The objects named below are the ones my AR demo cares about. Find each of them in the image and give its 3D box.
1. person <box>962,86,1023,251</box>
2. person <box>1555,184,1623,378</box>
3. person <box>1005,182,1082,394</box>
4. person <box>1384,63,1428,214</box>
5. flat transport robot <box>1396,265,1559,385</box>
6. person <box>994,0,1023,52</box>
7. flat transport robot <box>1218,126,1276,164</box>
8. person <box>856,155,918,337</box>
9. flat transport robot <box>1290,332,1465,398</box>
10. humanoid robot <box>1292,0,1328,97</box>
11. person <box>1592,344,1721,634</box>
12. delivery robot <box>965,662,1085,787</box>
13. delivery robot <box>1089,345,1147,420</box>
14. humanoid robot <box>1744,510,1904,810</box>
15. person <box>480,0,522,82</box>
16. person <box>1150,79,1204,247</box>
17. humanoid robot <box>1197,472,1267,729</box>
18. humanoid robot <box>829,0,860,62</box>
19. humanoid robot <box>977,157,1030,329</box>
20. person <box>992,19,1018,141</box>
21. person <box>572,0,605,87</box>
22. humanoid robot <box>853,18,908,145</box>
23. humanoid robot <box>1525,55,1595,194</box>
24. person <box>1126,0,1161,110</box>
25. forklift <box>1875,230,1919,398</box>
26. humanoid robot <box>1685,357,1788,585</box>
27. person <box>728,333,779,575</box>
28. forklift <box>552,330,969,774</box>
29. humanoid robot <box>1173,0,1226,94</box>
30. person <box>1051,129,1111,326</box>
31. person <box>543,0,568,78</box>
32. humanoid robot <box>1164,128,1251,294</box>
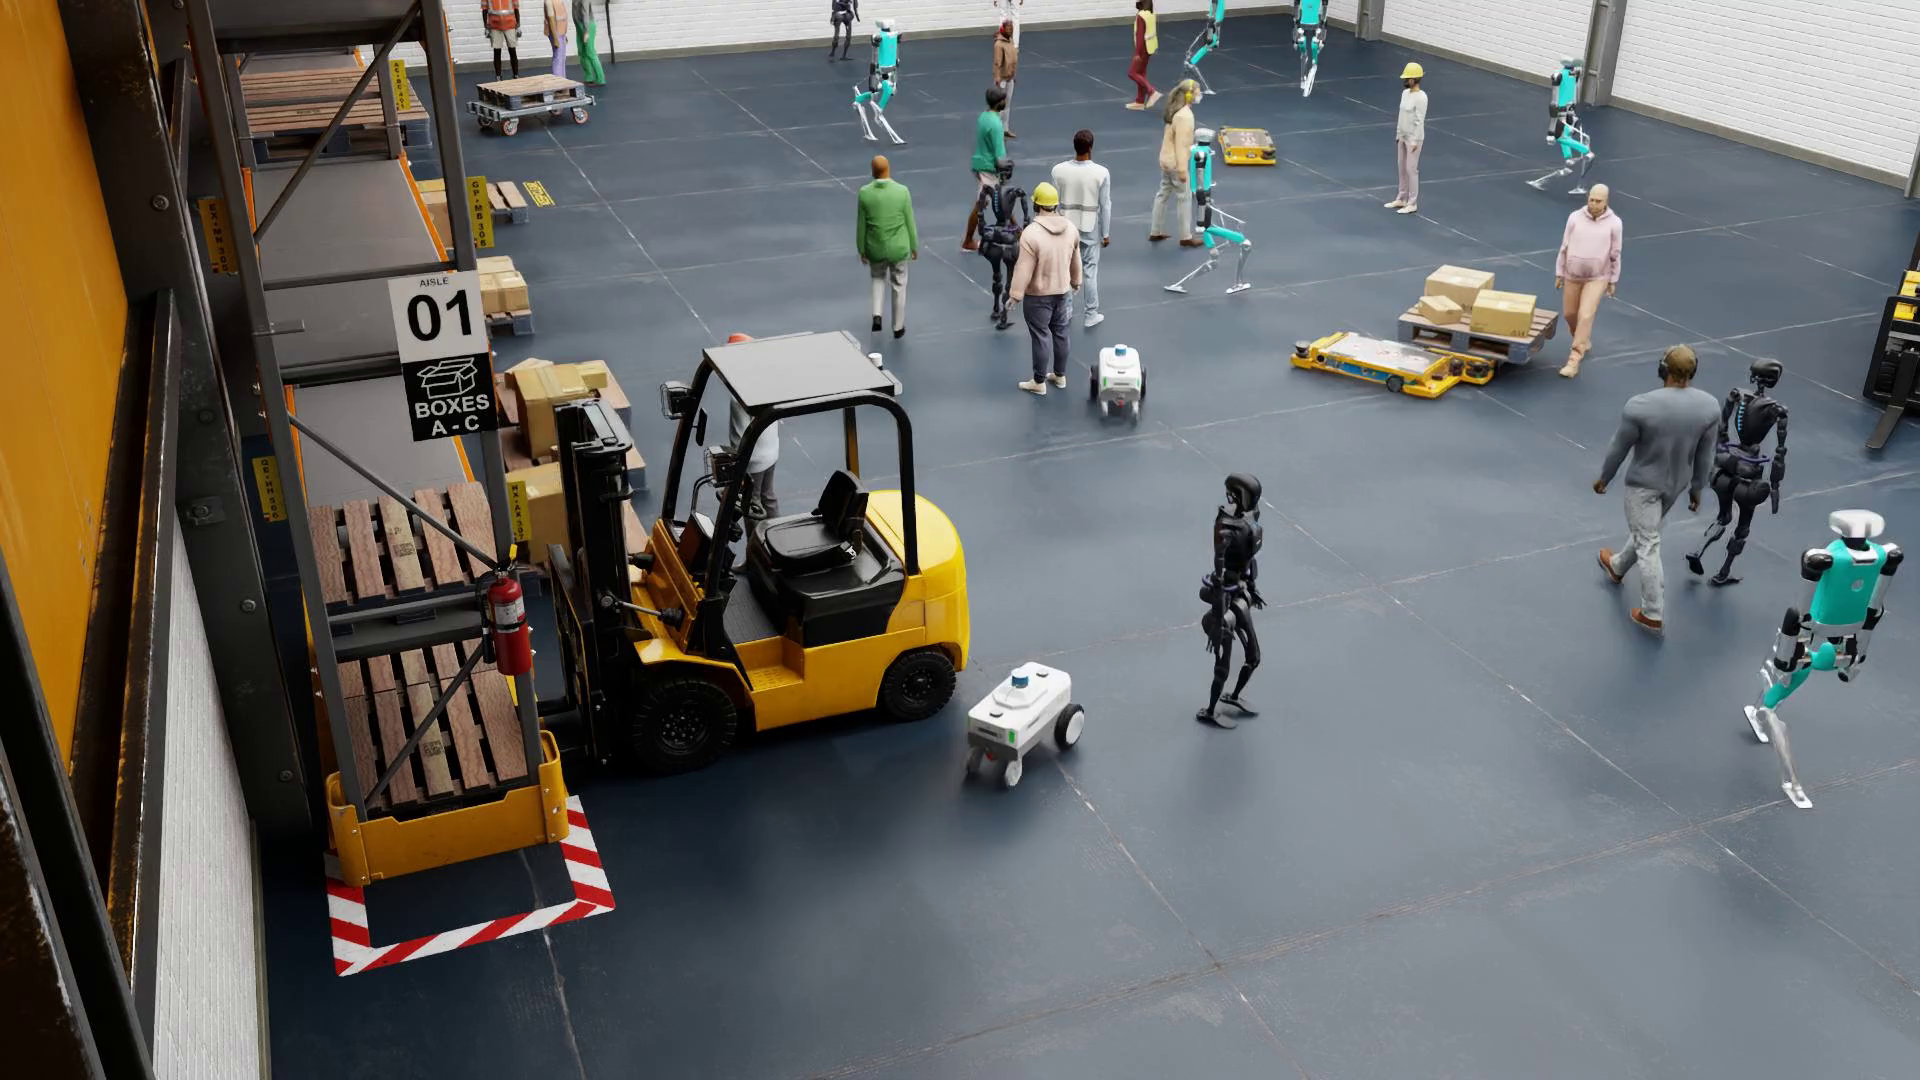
[{"bbox_3d":[0.452,-4.104,18.433,0.968,1.800,0.529,-5,27,-10],"label":"person"},{"bbox_3d":[5.714,-2.408,15.132,0.543,1.753,0.827,17,31,31],"label":"person"},{"bbox_3d":[0.760,-2.186,14.556,0.809,1.868,0.416,-18,32,-32],"label":"person"},{"bbox_3d":[5.355,-4.807,19.890,0.338,1.758,0.533,-7,27,-13],"label":"person"},{"bbox_3d":[4.813,-1.796,15.560,0.659,0.231,1.431,16,31,29],"label":"flat transport robot"},{"bbox_3d":[0.850,-9.511,29.125,0.565,1.876,0.362,-1,27,-3],"label":"person"},{"bbox_3d":[3.906,-5.378,22.684,0.659,0.231,1.431,2,27,3],"label":"flat transport robot"},{"bbox_3d":[-0.688,-2.789,15.879,0.570,1.763,0.438,4,27,7],"label":"person"},{"bbox_3d":[3.820,-1.622,15.213,1.431,0.231,0.659,20,33,34],"label":"flat transport robot"},{"bbox_3d":[5.483,-7.884,26.058,0.549,1.783,0.962,7,28,14],"label":"humanoid robot"},{"bbox_3d":[4.554,-0.399,10.980,0.646,1.882,1.026,-3,27,-7],"label":"person"},{"bbox_3d":[0.351,1.015,9.641,0.499,0.587,0.782,16,31,29],"label":"delivery robot"},{"bbox_3d":[1.386,-1.405,14.456,0.499,0.587,0.777,1,27,2],"label":"delivery robot"},{"bbox_3d":[4.693,0.532,9.358,0.530,1.786,1.027,-3,27,-6],"label":"humanoid robot"},{"bbox_3d":[-7.219,-8.110,26.232,0.603,1.966,0.367,-8,28,-15],"label":"person"},{"bbox_3d":[2.474,-4.222,18.644,0.633,1.851,0.561,-3,27,-5],"label":"person"},{"bbox_3d":[1.595,0.358,9.700,0.331,1.649,0.609,15,30,27],"label":"humanoid robot"},{"bbox_3d":[-2.001,-9.017,28.364,0.592,1.643,0.401,-23,34,-37],"label":"humanoid robot"},{"bbox_3d":[0.457,-2.915,16.209,0.610,1.647,0.436,14,30,25],"label":"humanoid robot"},{"bbox_3d":[0.616,-6.432,23.238,0.317,1.649,0.459,17,31,30],"label":"person"},{"bbox_3d":[-5.958,-8.130,26.432,0.456,1.819,0.531,-14,30,-26],"label":"person"},{"bbox_3d":[-1.144,-6.254,22.799,0.920,1.765,0.544,20,33,35],"label":"humanoid robot"},{"bbox_3d":[7.530,-4.993,20.346,0.554,1.753,1.074,-22,34,-37],"label":"humanoid robot"},{"bbox_3d":[2.757,-7.303,24.856,0.463,1.754,0.484,10,28,19],"label":"person"},{"bbox_3d":[9.029,-2.397,14.618,1.214,2.155,2.313,18,32,32],"label":"forklift"},{"bbox_3d":[5.314,-0.456,11.322,0.411,1.639,0.587,-12,29,-22],"label":"humanoid robot"},{"bbox_3d":[-1.447,-0.595,11.535,0.351,1.738,0.570,9,28,18],"label":"person"},{"bbox_3d":[-1.094,0.010,9.831,2.313,2.155,1.214,-10,28,-20],"label":"forklift"},{"bbox_3d":[3.698,-7.873,26.073,0.886,1.814,0.559,11,29,21],"label":"humanoid robot"},{"bbox_3d":[1.170,-3.019,16.158,0.591,1.919,0.393,9,28,17],"label":"person"},{"bbox_3d":[-6.228,-7.798,25.742,0.390,1.846,0.562,1,27,2],"label":"person"},{"bbox_3d":[2.663,-3.300,16.994,1.067,1.777,0.555,3,27,7],"label":"humanoid robot"}]
